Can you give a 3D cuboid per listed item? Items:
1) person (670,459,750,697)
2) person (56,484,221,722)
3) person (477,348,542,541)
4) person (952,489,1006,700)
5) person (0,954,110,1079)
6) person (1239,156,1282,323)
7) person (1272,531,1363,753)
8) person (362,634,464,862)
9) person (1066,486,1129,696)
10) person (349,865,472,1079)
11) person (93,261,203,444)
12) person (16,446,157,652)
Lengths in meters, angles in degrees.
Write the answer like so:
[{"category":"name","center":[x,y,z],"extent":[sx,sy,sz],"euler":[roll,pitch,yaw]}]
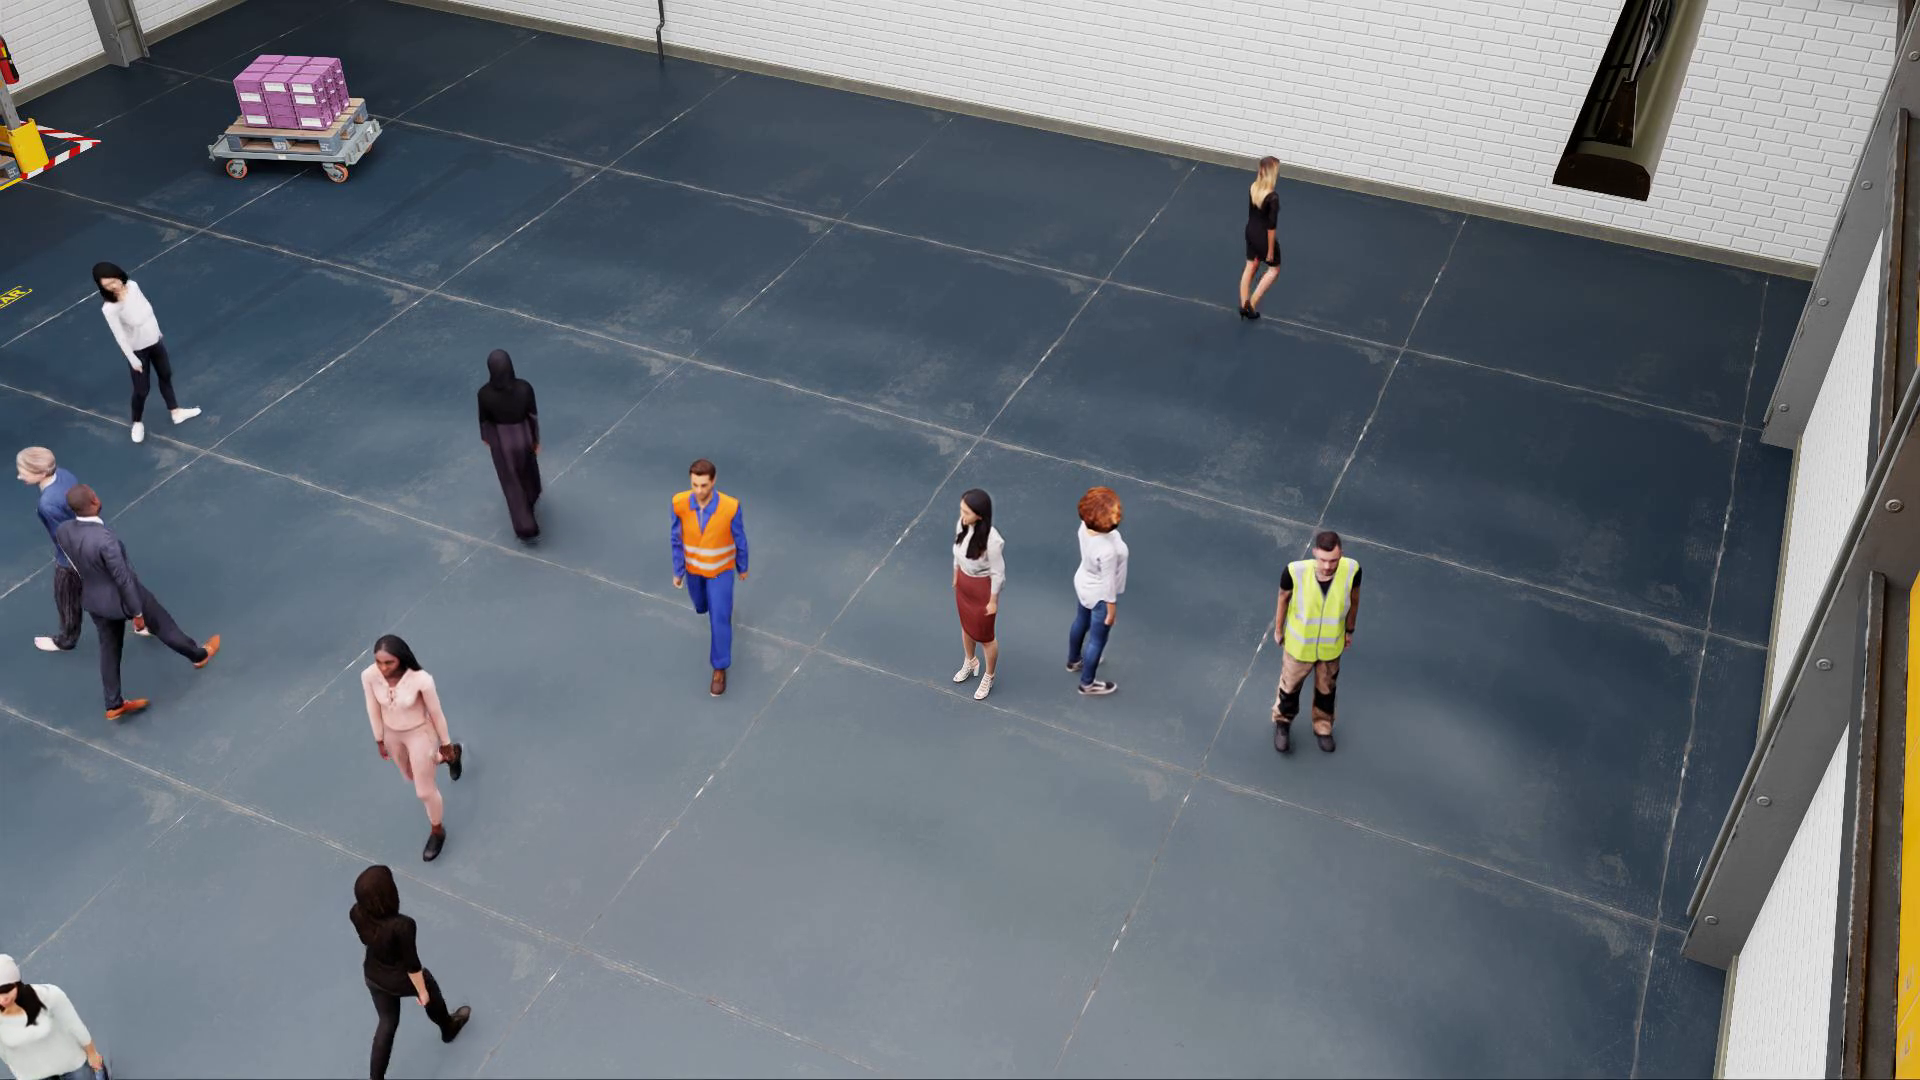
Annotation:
[{"category":"person","center":[-1.755,0.153,11.692],"extent":[0.939,1.841,1.242],"euler":[3,39,4]},{"category":"person","center":[-5.824,0.462,11.356],"extent":[0.709,1.778,1.153],"euler":[19,42,22]},{"category":"person","center":[-3.504,-0.741,13.004],"extent":[1.082,1.600,1.111],"euler":[-15,41,-17]},{"category":"person","center":[0.114,0.372,11.492],"extent":[0.663,1.750,0.676],"euler":[-27,46,-29]},{"category":"person","center":[-4.743,2.676,8.705],"extent":[0.951,1.627,1.008],"euler":[-13,40,-15]},{"category":"person","center":[2.728,-2.754,15.477],"extent":[0.733,1.661,0.692],"euler":[-18,42,-22]},{"category":"person","center":[2.365,0.648,11.072],"extent":[0.825,1.842,0.856],"euler":[0,39,0]},{"category":"person","center":[-3.424,1.197,10.500],"extent":[0.771,1.698,1.070],"euler":[6,39,7]},{"category":"person","center":[0.925,0.342,11.565],"extent":[0.797,1.705,0.729],"euler":[-11,40,-14]},{"category":"person","center":[-3.112,2.434,9.021],"extent":[0.664,1.610,1.085],"euler":[11,40,13]},{"category":"person","center":[-6.915,-1.670,14.105],"extent":[0.895,1.680,0.731],"euler":[-5,39,-6]},{"category":"person","center":[-6.115,0.079,11.809],"extent":[1.117,1.811,1.195],"euler":[-2,39,-2]}]
